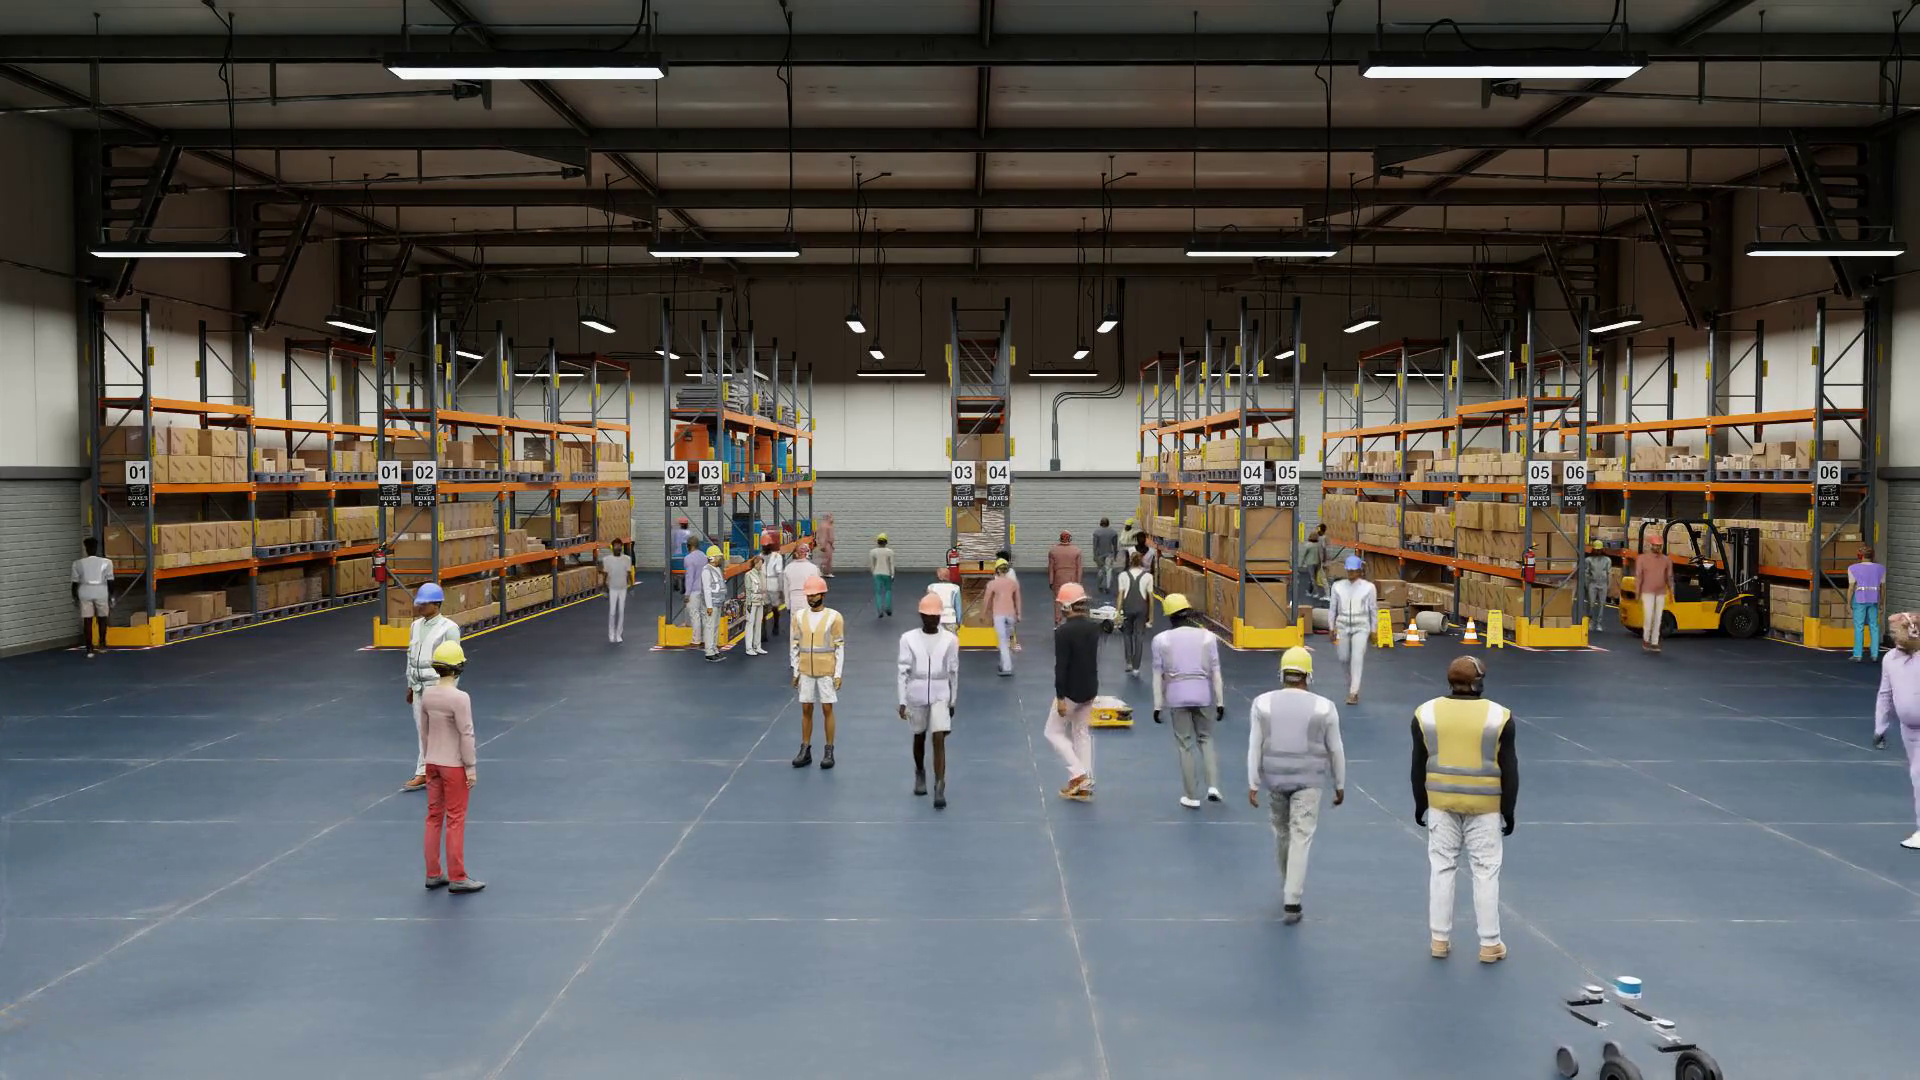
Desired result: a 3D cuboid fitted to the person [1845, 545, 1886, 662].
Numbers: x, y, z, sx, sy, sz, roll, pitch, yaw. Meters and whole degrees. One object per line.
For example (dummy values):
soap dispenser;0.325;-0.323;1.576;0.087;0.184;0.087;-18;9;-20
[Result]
person;14.288;1.006;25.464;0.573;1.844;0.376;0;2;4

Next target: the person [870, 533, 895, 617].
person;-1.602;0.731;33.683;0.519;1.733;0.739;0;2;5

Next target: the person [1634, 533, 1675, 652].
person;11.597;0.881;26.894;0.644;1.980;0.517;0;2;0

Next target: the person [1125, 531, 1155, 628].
person;3.482;0.752;31.448;0.637;1.888;0.719;0;2;-10

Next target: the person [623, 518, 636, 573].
person;-10.050;0.008;48.783;0.391;1.991;0.612;1;3;33

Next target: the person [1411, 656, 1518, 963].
person;3.091;1.629;9.888;0.626;1.840;0.430;1;3;27

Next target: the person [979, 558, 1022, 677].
person;0.600;1.131;23.800;0.548;1.706;0.887;-1;2;-23

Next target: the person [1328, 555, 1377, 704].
person;5.146;1.141;21.097;0.625;1.929;0.771;1;3;27

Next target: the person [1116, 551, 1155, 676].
person;2.612;1.077;23.933;0.549;1.821;0.730;0;2;11

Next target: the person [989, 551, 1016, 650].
person;0.674;1.021;27.119;0.553;1.672;0.546;-1;3;-29

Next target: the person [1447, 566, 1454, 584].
person;11.889;0.455;38.823;0.562;1.883;0.986;0;2;-2

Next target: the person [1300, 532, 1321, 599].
person;8.492;0.599;38.827;0.499;1.594;0.846;-1;2;-18

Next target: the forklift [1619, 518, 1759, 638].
forklift;13.417;0.684;29.791;2.313;2.155;1.214;0;2;0

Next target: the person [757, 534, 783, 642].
person;-3.415;0.837;28.866;0.547;1.918;0.785;0;2;4

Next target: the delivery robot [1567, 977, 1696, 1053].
delivery robot;3.176;2.197;7.660;0.335;0.223;0.698;-1;2;-15

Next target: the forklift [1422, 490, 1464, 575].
forklift;13.926;-0.371;47.846;1.873;2.768;1.129;0;2;0

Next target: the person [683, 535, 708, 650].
person;-4.494;0.886;27.387;0.372;1.936;0.629;1;2;20

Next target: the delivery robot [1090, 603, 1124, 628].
delivery robot;2.778;1.420;30.424;0.477;0.478;0.707;-2;3;-38

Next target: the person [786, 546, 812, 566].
person;-3.077;0.918;30.699;0.514;1.606;0.748;0;2;6

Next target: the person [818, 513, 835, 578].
person;-3.823;0.151;46.494;0.467;1.885;0.689;0;2;10

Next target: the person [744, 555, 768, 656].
person;-3.353;1.068;26.494;0.310;1.640;0.514;1;3;27

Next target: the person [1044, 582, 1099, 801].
person;1.021;1.369;14.595;0.433;1.976;0.629;2;3;43

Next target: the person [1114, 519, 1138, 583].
person;4.620;0.291;44.399;0.942;1.777;0.662;-1;3;-29

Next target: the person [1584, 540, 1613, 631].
person;12.054;0.871;30.464;0.489;1.723;0.658;1;2;14

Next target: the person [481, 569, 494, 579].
person;-11.392;0.475;38.993;0.487;1.844;0.590;0;2;-7

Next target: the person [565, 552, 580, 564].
person;-10.520;0.265;44.006;0.612;1.850;1.019;0;2;12

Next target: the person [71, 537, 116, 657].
person;-14.208;0.920;26.487;0.640;1.933;0.839;-1;3;-27

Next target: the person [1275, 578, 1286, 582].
person;8.390;0.238;42.895;0.622;1.992;0.633;0;2;9

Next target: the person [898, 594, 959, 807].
person;-0.284;1.422;14.629;0.550;1.890;1.011;0;2;-3

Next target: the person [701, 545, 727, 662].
person;-3.896;1.005;25.624;0.403;1.837;0.590;0;2;8

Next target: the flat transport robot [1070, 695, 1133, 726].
flat transport robot;1.637;2.043;19.446;0.652;0.197;1.431;0;2;-5

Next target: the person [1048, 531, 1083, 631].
person;1.995;0.776;30.518;0.645;1.908;0.408;0;2;5

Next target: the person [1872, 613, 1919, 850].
person;7.595;1.504;12.767;0.734;1.859;0.670;-1;2;-14

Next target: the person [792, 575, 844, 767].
person;-1.447;1.324;16.332;0.547;1.938;0.379;1;2;17

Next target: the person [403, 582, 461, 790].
person;-4.928;1.368;15.078;0.605;1.950;0.380;1;3;27

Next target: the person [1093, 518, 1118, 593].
person;3.676;0.379;40.811;0.649;1.889;1.012;0;2;-3

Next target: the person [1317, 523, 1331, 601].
person;8.540;0.524;37.873;0.391;1.825;0.672;1;2;15

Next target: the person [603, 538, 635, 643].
person;-5.992;0.895;28.404;0.515;1.843;0.725;-1;2;-20

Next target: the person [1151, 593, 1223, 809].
person;2.008;1.426;14.405;0.619;1.889;0.473;0;2;-4

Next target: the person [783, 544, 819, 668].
person;-2.372;1.010;24.638;0.645;1.908;0.408;1;3;27

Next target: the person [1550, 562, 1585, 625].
person;11.654;0.815;30.857;0.654;1.794;0.927;0;2;5

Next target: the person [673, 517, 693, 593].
person;-6.927;0.377;40.530;0.544;1.920;0.427;1;3;28

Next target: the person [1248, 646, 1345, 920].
person;2.298;1.613;10.965;0.622;1.777;0.940;1;2;22

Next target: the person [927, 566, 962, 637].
person;-0.239;1.192;23.569;0.530;1.619;0.646;0;2;0

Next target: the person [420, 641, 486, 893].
person;-3.620;1.600;11.471;0.530;1.772;0.300;2;3;35
